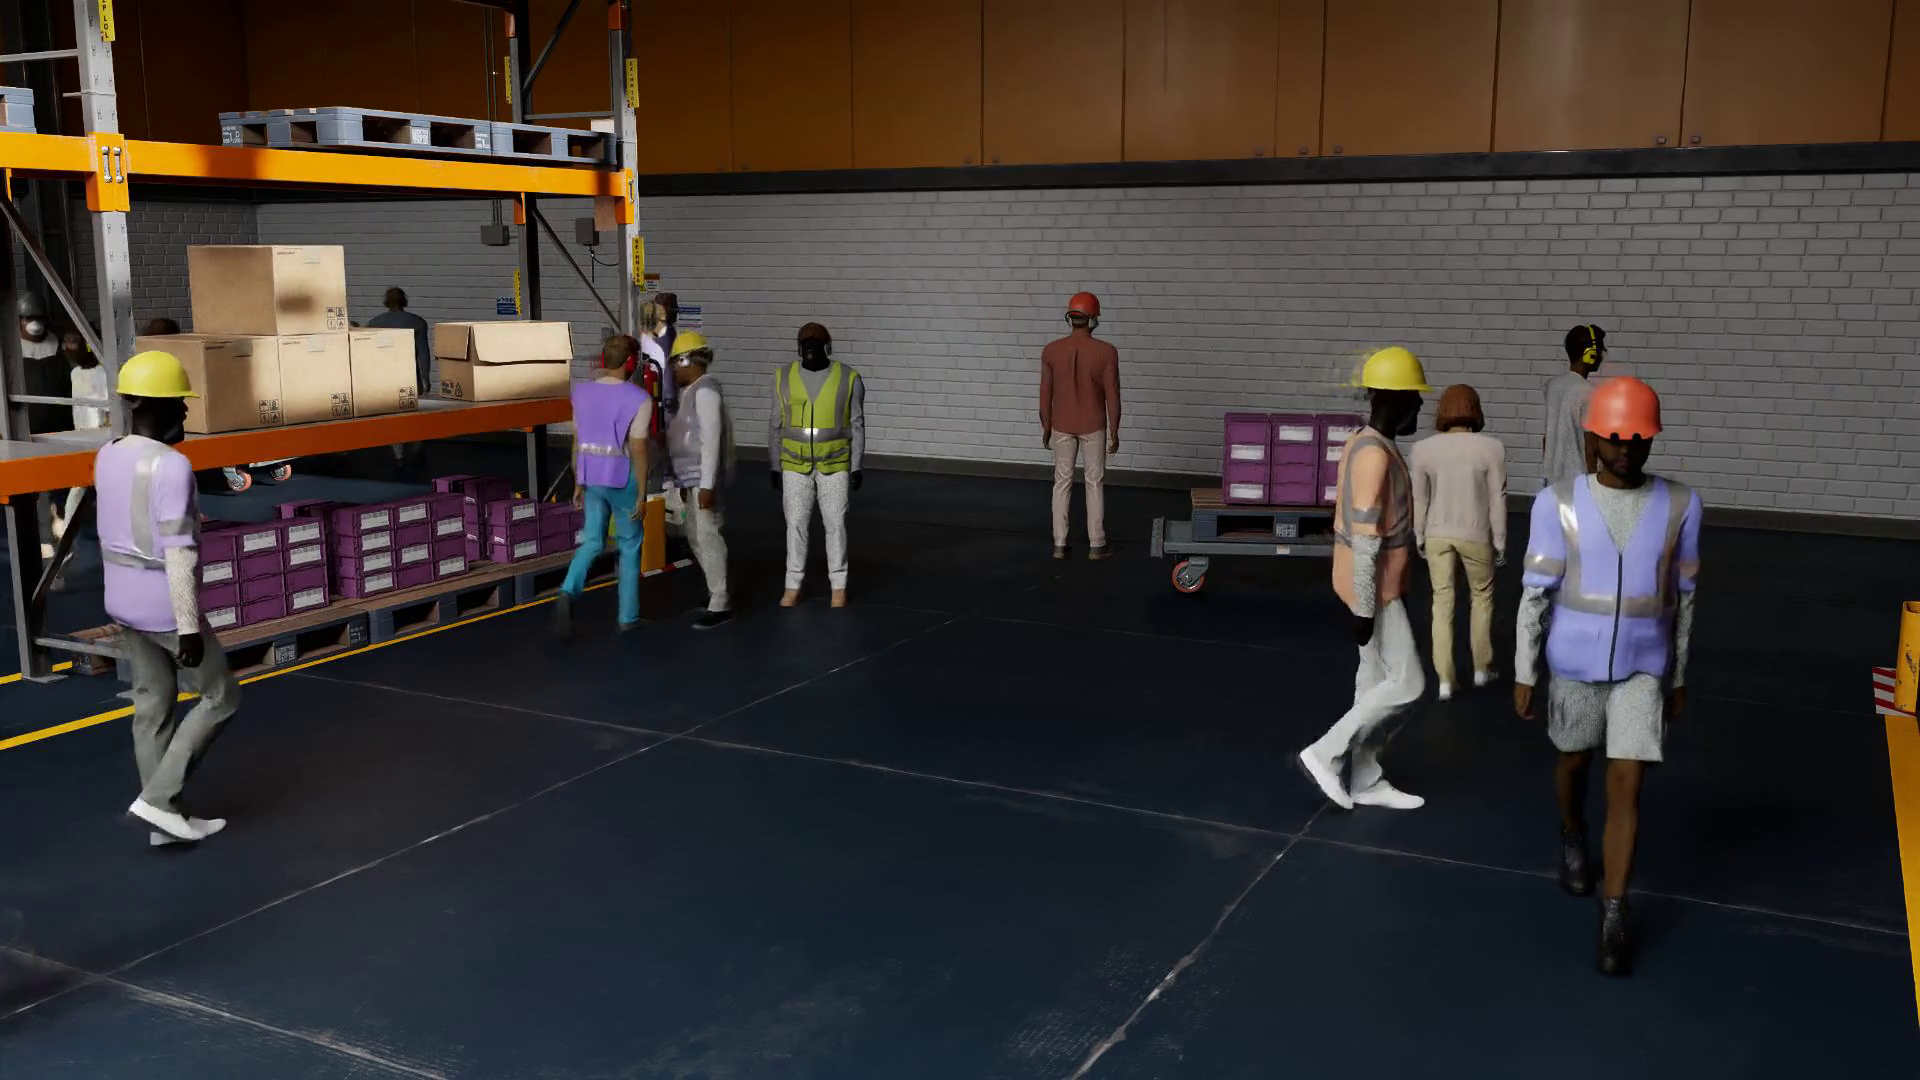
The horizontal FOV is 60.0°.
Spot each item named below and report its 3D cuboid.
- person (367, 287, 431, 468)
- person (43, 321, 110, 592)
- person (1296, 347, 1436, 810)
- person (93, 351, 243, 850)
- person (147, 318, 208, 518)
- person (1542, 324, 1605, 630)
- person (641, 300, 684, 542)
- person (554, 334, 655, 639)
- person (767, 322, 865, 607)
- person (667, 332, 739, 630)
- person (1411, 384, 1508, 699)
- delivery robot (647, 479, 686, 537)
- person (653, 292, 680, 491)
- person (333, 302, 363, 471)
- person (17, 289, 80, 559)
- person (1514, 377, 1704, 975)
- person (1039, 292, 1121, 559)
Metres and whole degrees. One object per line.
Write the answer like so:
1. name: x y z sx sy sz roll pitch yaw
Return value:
1. person: -6.007 -1.744 17.853 0.651 1.935 0.586 -2 10 -13
2. person: -5.868 -0.545 11.138 0.557 1.825 0.933 6 11 30
3. person: 1.694 0.179 6.725 0.439 1.911 0.585 2 10 11
4. person: -3.011 0.243 6.325 0.615 1.911 0.418 7 12 35
5. person: -6.366 -0.859 13.177 0.638 1.775 0.990 2 10 10
6. person: 3.625 -0.341 9.866 0.329 1.864 0.511 -3 10 -16
7. person: -2.552 -0.918 13.067 0.592 1.914 0.687 -4 11 -23
8. person: -2.095 -0.298 9.784 0.582 1.816 0.760 4 11 22
9. person: -0.929 -0.476 10.709 0.633 1.841 0.429 0 10 3
10. person: -1.582 -0.368 10.231 0.407 1.796 0.654 -3 10 -16
11. person: 2.608 -0.008 8.644 0.522 1.603 0.672 6 11 29
12. delivery robot: -2.122 -0.220 12.674 0.477 0.478 0.707 -7 12 -34
13. person: -2.825 -1.427 16.029 0.401 1.904 0.649 -4 10 -20
14. person: -6.469 -1.658 17.476 0.598 1.855 0.778 -8 13 -39
15. person: -6.967 -0.905 12.612 0.695 2.000 0.820 -7 12 -35
16. person: 2.160 0.389 5.586 0.564 1.889 1.006 3 10 17
17. person: 0.906 -0.851 12.437 0.622 1.992 0.396 4 10 20
